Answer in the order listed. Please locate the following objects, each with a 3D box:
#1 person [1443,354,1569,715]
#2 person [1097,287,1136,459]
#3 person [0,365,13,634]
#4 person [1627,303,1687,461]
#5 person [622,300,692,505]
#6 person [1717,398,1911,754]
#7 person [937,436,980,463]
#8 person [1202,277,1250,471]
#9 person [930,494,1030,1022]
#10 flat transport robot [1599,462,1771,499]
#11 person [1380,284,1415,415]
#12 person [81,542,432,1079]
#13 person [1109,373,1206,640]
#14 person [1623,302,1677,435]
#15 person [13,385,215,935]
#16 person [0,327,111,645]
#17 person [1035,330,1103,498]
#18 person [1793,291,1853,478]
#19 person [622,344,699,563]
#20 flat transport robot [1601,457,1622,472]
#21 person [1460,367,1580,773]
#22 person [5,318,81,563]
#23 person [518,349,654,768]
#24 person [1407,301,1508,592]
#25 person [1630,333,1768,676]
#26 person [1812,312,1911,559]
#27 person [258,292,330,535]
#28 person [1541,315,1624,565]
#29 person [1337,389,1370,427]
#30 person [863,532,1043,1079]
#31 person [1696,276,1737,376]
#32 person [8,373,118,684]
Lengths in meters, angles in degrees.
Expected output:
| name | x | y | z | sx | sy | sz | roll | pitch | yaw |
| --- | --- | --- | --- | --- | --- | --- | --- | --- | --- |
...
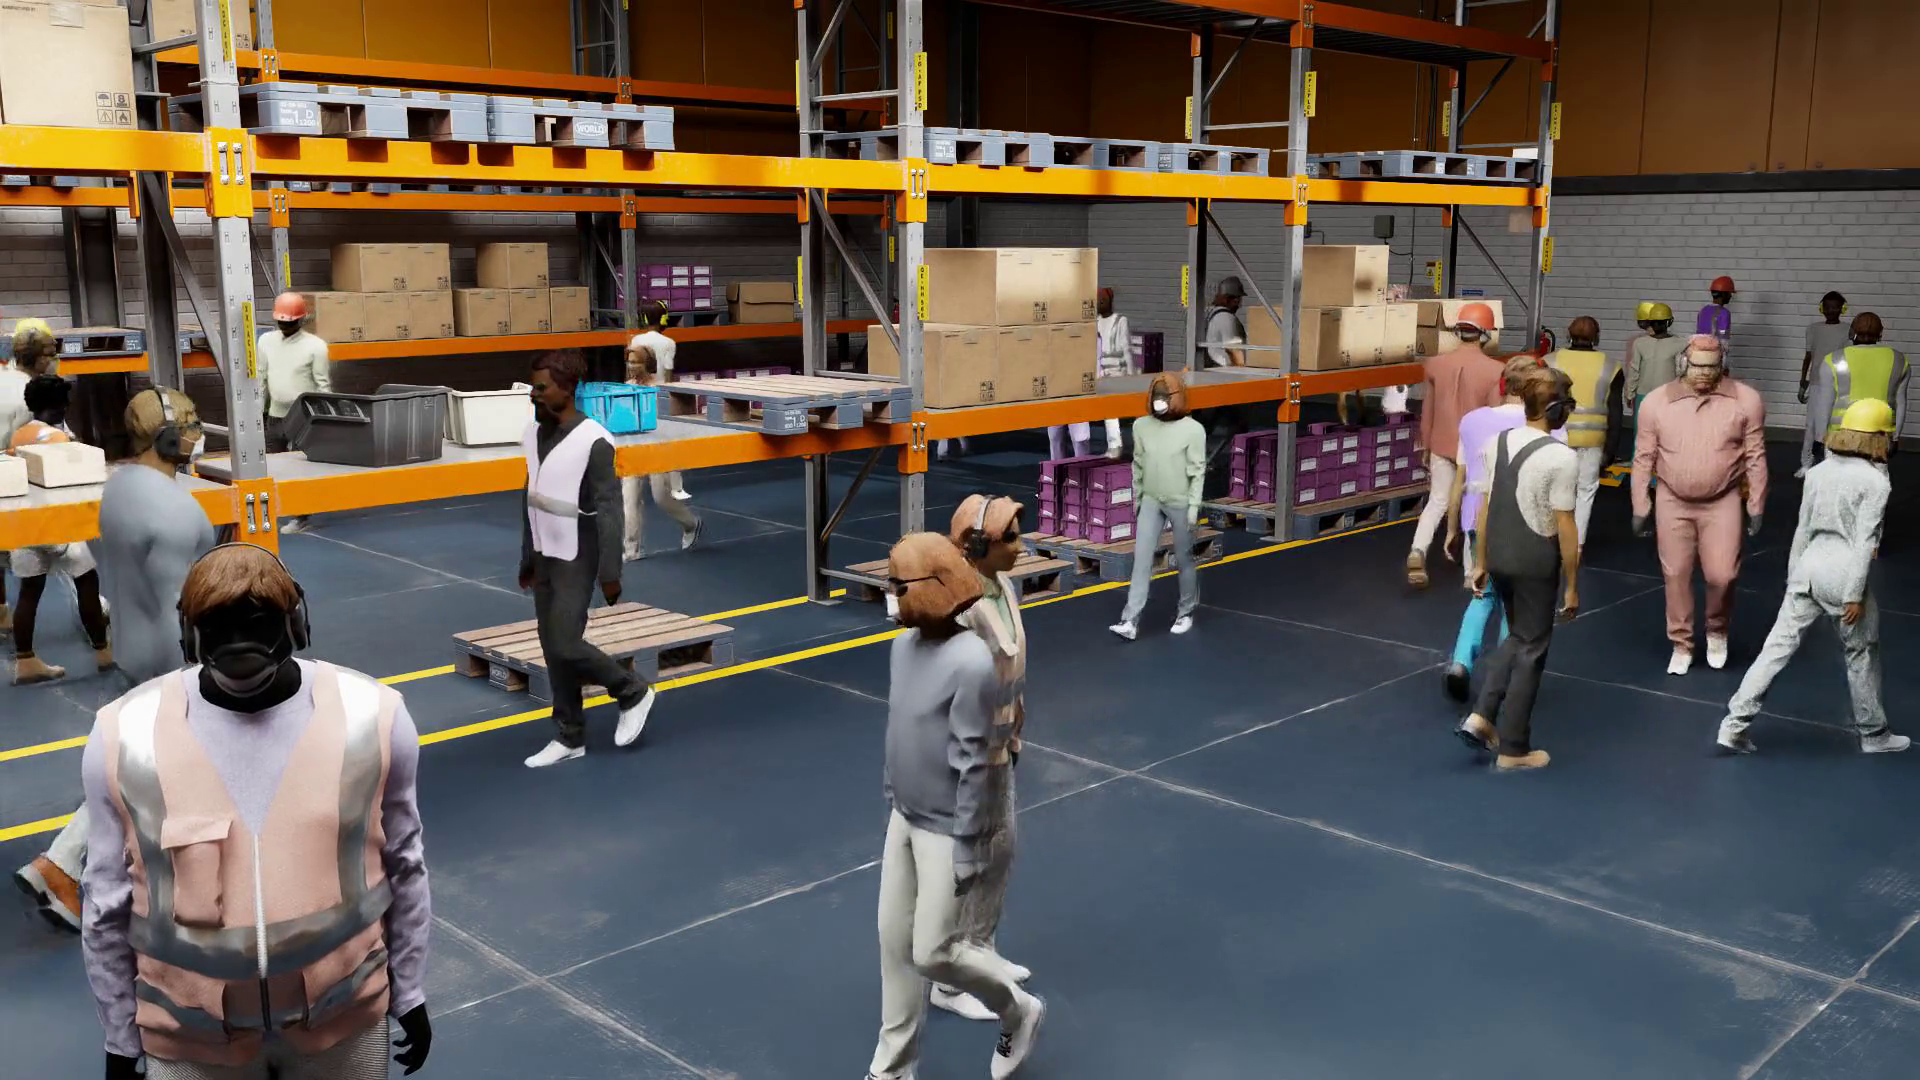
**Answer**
| name | x | y | z | sx | sy | sz | roll | pitch | yaw |
| --- | --- | --- | --- | --- | --- | --- | --- | --- | --- |
| person | 2.711 | -0.017 | 8.332 | 0.624 | 1.820 | 0.478 | 10 | 14 | 42 |
| person | 1.586 | -1.748 | 17.673 | 0.529 | 1.859 | 0.658 | -8 | 13 | -36 |
| person | -5.921 | -0.367 | 9.823 | 0.481 | 1.992 | 0.756 | 3 | 11 | 14 |
| person | 6.664 | -1.383 | 15.937 | 0.533 | 1.767 | 0.326 | 7 | 13 | 35 |
| person | -2.772 | -1.221 | 14.912 | 0.526 | 1.850 | 0.864 | 5 | 11 | 24 |
| person | 3.965 | 0.182 | 7.655 | 0.967 | 1.677 | 0.499 | -3 | 11 | -18 |
| person | 0.010 | -1.702 | 17.778 | 0.773 | 1.742 | 0.538 | -10 | 14 | -42 |
| person | 2.774 | -1.715 | 16.994 | 1.030 | 2.000 | 0.693 | 0 | 10 | -1 |
| person | 0.046 | 0.665 | 5.148 | 0.313 | 1.630 | 0.517 | 4 | 11 | 21 |
| flat transport robot | 6.761 | -0.580 | 15.634 | 0.652 | 0.197 | 1.431 | -9 | 14 | -40 |
| person | 4.739 | -1.827 | 18.049 | 0.413 | 1.882 | 0.667 | 1 | 10 | 5 |
| person | -1.331 | 0.913 | 3.209 | 0.619 | 1.845 | 0.430 | -4 | 11 | -23 |
| person | 1.186 | -0.182 | 9.847 | 0.522 | 1.591 | 0.845 | 7 | 12 | 32 |
| person | 7.100 | -1.585 | 17.144 | 0.547 | 1.721 | 0.457 | 2 | 10 | 8 |
| person | -2.782 | 0.426 | 5.692 | 0.845 | 1.915 | 0.639 | -10 | 14 | -43 |
| person | -5.508 | -0.312 | 9.803 | 0.623 | 1.883 | 1.038 | 10 | 14 | 42 |
| person | 0.970 | -1.298 | 15.092 | 0.643 | 1.909 | 0.409 | 9 | 14 | 40 |
| person | 8.552 | -1.519 | 16.425 | 0.505 | 1.861 | 0.317 | 10 | 14 | 42 |
| person | -2.275 | -0.650 | 12.363 | 0.521 | 1.619 | 0.699 | 7 | 13 | 34 |
| flat transport robot | 5.864 | -0.783 | 16.742 | 0.652 | 0.197 | 1.431 | -7 | 13 | -35 |
| person | 2.548 | 0.145 | 7.424 | 0.405 | 1.827 | 0.534 | -5 | 11 | -24 |
| person | -6.851 | -0.730 | 12.274 | 0.616 | 1.799 | 0.610 | -4 | 11 | -22 |
| person | -1.753 | 0.082 | 7.574 | 0.511 | 1.903 | 0.594 | -10 | 14 | -42 |
| person | 3.334 | -0.609 | 11.170 | 0.617 | 1.974 | 0.835 | 8 | 13 | 38 |
| person | 4.013 | -0.183 | 9.075 | 0.679 | 1.886 | 0.398 | 5 | 12 | 27 |
| person | 6.682 | -0.771 | 12.394 | 0.624 | 1.845 | 0.430 | 2 | 11 | 12 |
| person | -5.387 | -1.025 | 13.464 | 0.683 | 1.954 | 0.602 | 2 | 11 | 12 |
| person | 4.493 | -0.722 | 12.147 | 0.653 | 1.831 | 0.436 | 4 | 11 | 22 |
| person | 4.610 | -2.141 | 19.737 | 0.555 | 1.897 | 0.672 | 4 | 11 | 19 |
| person | -0.068 | 0.780 | 4.534 | 0.572 | 1.614 | 0.531 | -6 | 12 | -29 |
| person | 8.758 | -2.079 | 19.269 | 0.370 | 1.933 | 0.553 | -1 | 10 | -7 |
| person | -4.886 | -0.073 | 9.069 | 0.594 | 1.650 | 0.742 | 7 | 13 | 34 |
